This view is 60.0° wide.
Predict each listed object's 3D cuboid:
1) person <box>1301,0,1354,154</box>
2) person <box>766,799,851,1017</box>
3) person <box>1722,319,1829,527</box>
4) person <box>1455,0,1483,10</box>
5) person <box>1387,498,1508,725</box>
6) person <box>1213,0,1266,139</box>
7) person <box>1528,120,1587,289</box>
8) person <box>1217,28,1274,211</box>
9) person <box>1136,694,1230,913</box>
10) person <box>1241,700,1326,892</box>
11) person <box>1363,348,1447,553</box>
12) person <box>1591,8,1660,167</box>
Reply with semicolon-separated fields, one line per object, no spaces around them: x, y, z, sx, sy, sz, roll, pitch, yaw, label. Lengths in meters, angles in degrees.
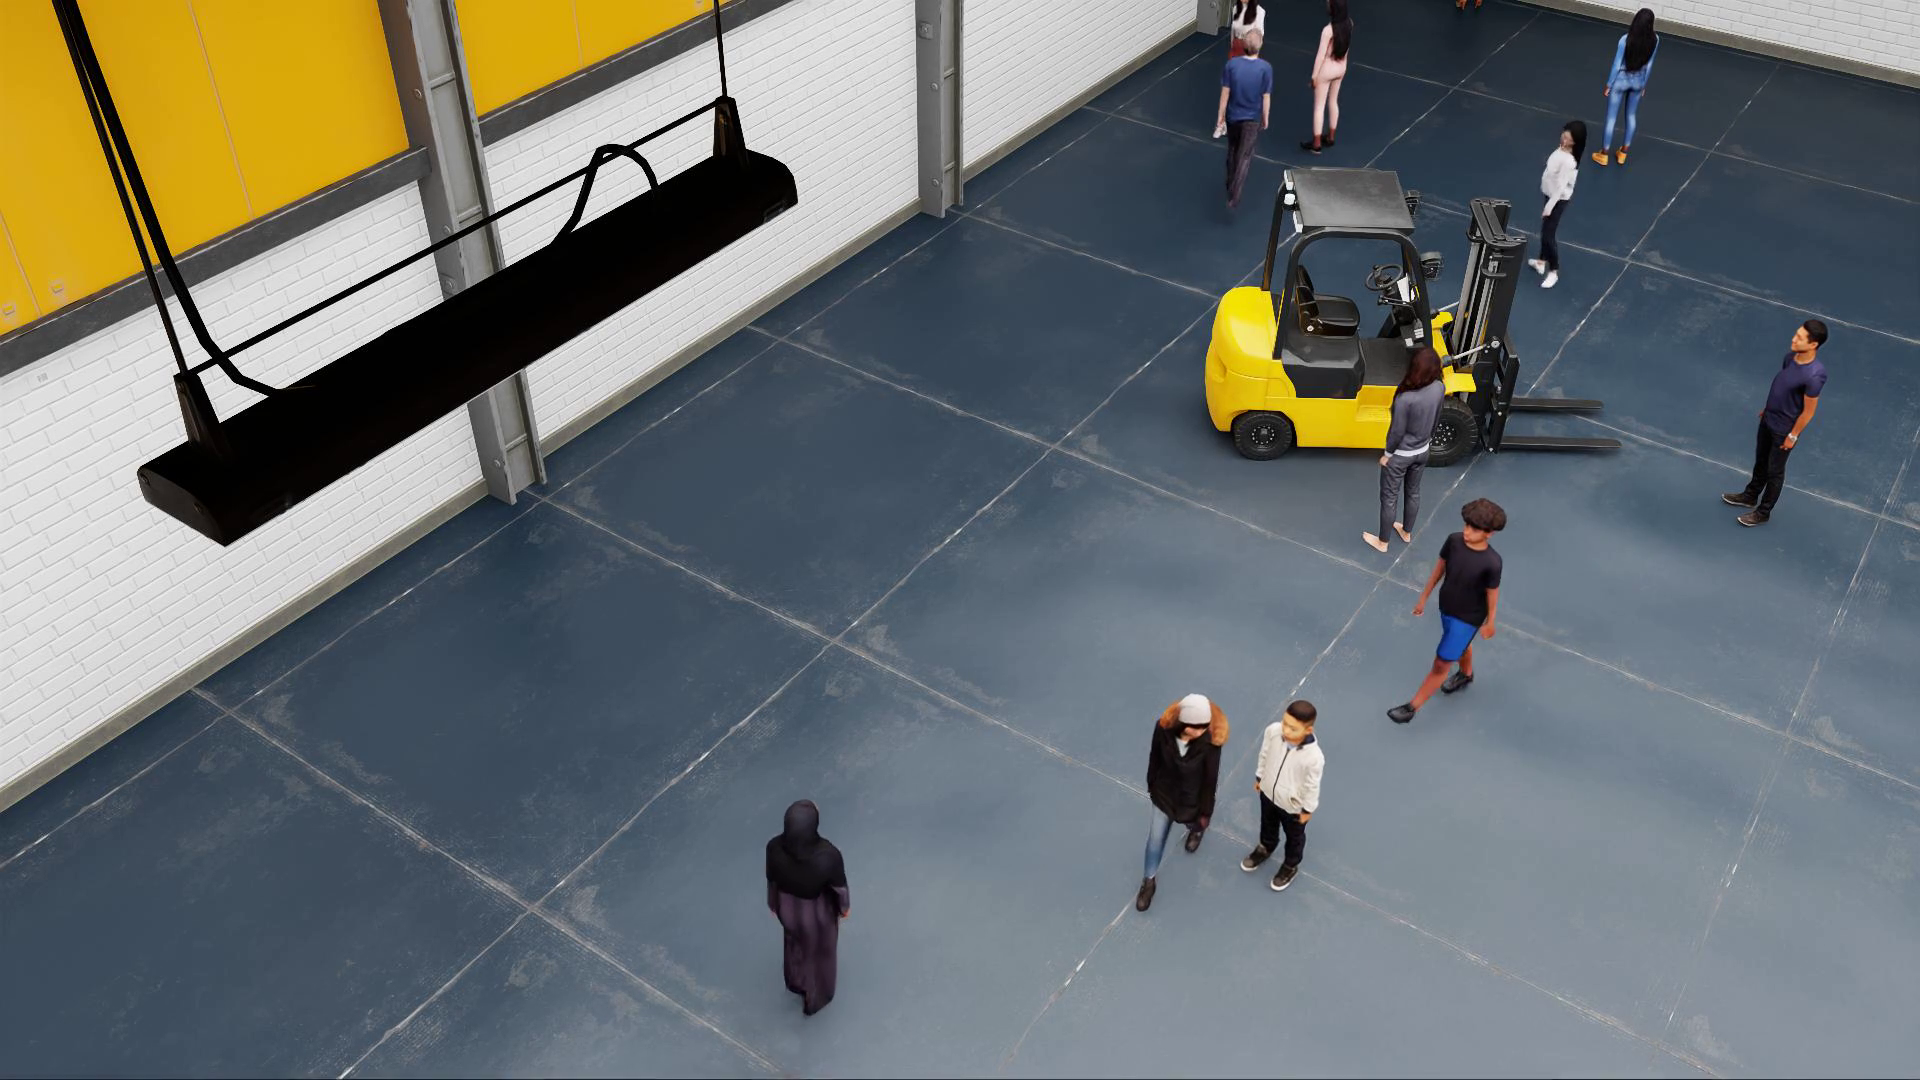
4.036;-5.069;18.082;0.569;1.718;0.747;-27;46;-30;person
-0.879;2.070;9.231;0.743;1.608;0.831;9;39;11;person
6.351;-0.913;12.818;0.774;1.792;0.678;-2;39;-2;person
6.690;-7.656;21.383;0.707;1.641;0.764;-2;39;-2;person
3.429;0.437;11.168;1.237;1.743;0.946;-21;43;-24;person
3.206;-5.347;18.436;0.669;1.710;1.093;28;47;31;person
5.712;-3.285;15.882;0.873;1.675;0.668;20;43;23;person
2.864;-4.234;16.944;0.862;1.834;1.196;11;40;14;person
1.367;1.460;10.000;0.786;1.602;1.088;14;41;17;person
1.983;1.510;10.055;0.567;1.454;0.618;-31;48;-33;person
3.387;-0.685;12.553;0.616;1.768;0.747;-19;42;-22;person
7.150;-4.853;17.816;0.673;1.712;0.709;-2;39;-3;person
